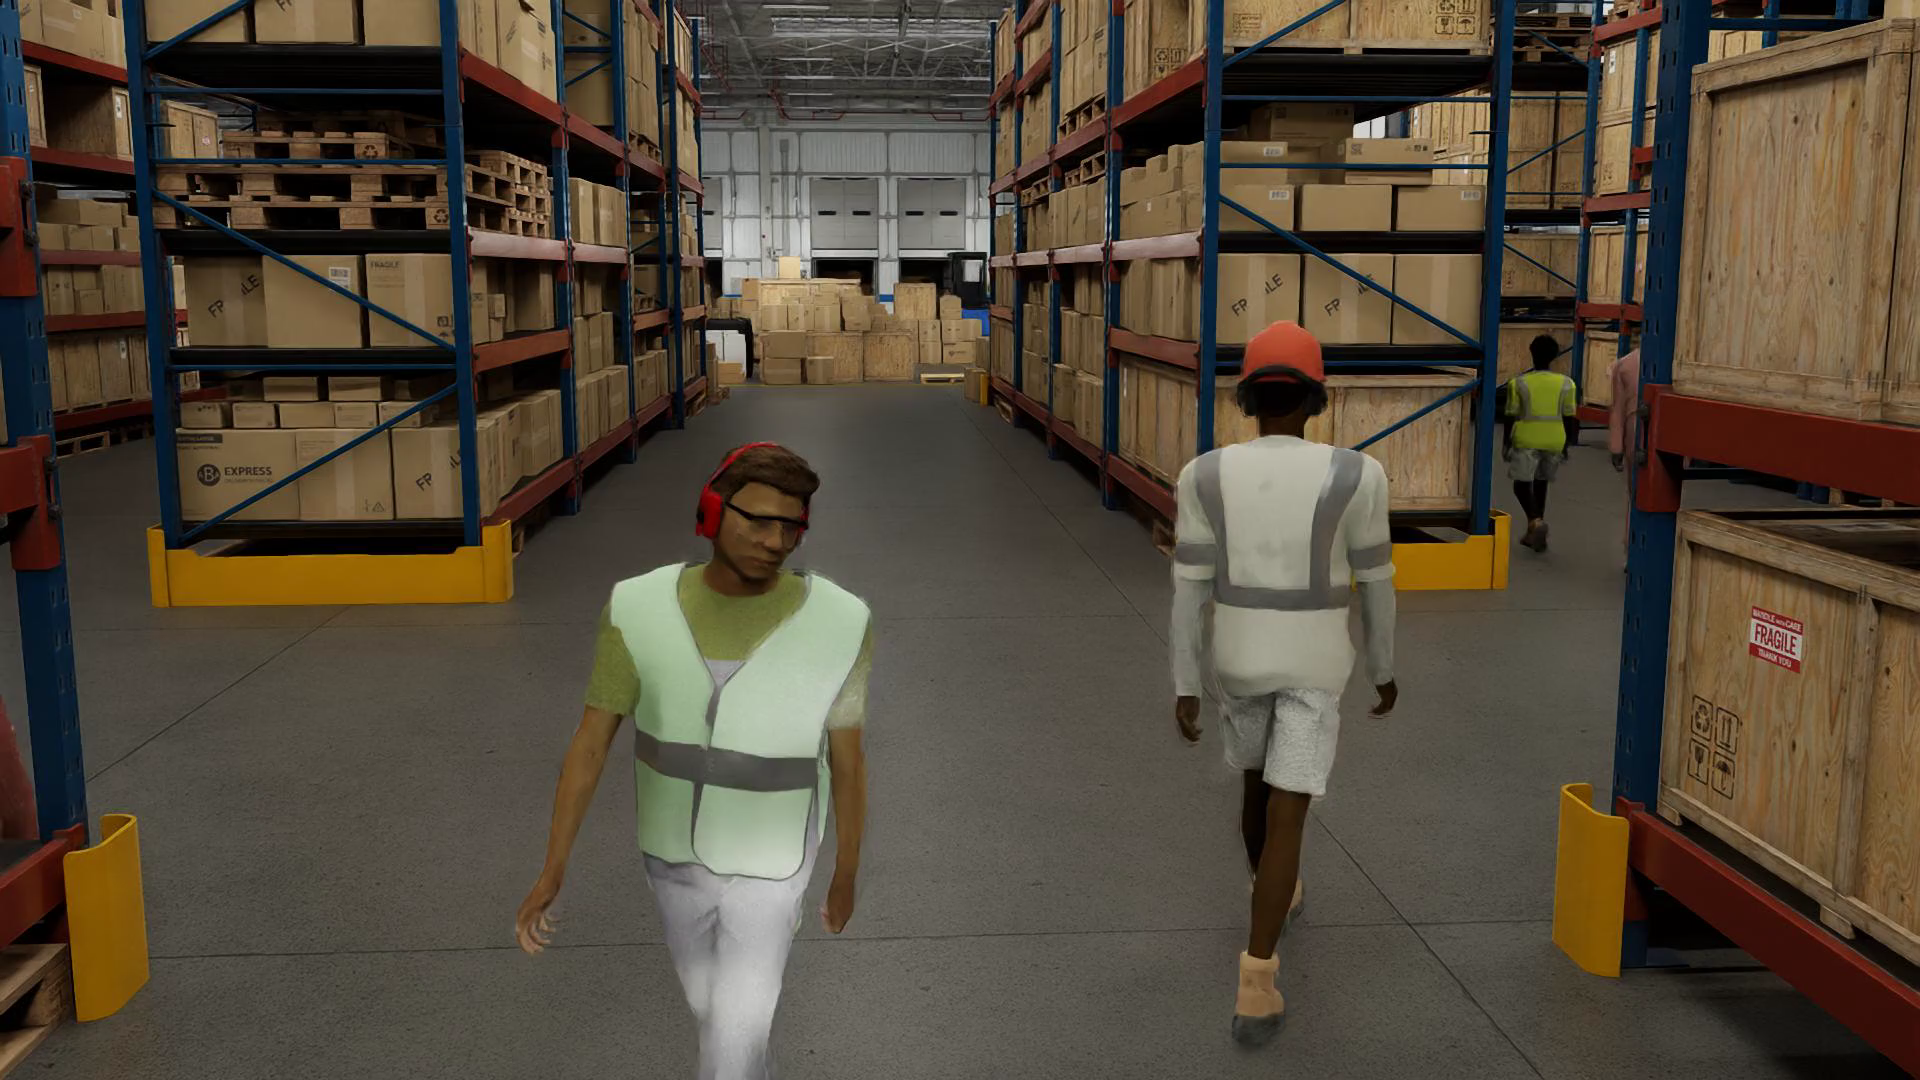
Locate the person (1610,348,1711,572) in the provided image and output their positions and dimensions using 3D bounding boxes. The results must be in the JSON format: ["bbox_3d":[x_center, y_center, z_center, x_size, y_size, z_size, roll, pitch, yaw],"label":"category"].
[{"bbox_3d":[4.842,-0.644,11.457,0.640,1.890,0.652,8,12,41],"label":"person"}]

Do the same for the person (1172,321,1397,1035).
[{"bbox_3d":[0.940,0.363,4.886,0.611,1.993,1.073,5,10,27],"label":"person"}]

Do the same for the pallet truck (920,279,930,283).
[{"bbox_3d":[-0.932,-8.922,63.114,1.885,1.965,0.823,2,9,13],"label":"pallet truck"}]

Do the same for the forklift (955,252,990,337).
[{"bbox_3d":[0.345,-7.378,50.655,1.129,2.768,1.873,-2,9,-10],"label":"forklift"}]

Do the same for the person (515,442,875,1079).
[{"bbox_3d":[-0.509,0.679,3.506,0.664,1.788,0.976,2,9,10],"label":"person"}]

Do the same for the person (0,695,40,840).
[{"bbox_3d":[-3.410,0.345,5.393,0.984,1.862,0.645,-1,9,-8],"label":"person"}]

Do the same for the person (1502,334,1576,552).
[{"bbox_3d":[4.428,-0.730,12.683,0.538,1.672,0.696,0,9,0],"label":"person"}]
